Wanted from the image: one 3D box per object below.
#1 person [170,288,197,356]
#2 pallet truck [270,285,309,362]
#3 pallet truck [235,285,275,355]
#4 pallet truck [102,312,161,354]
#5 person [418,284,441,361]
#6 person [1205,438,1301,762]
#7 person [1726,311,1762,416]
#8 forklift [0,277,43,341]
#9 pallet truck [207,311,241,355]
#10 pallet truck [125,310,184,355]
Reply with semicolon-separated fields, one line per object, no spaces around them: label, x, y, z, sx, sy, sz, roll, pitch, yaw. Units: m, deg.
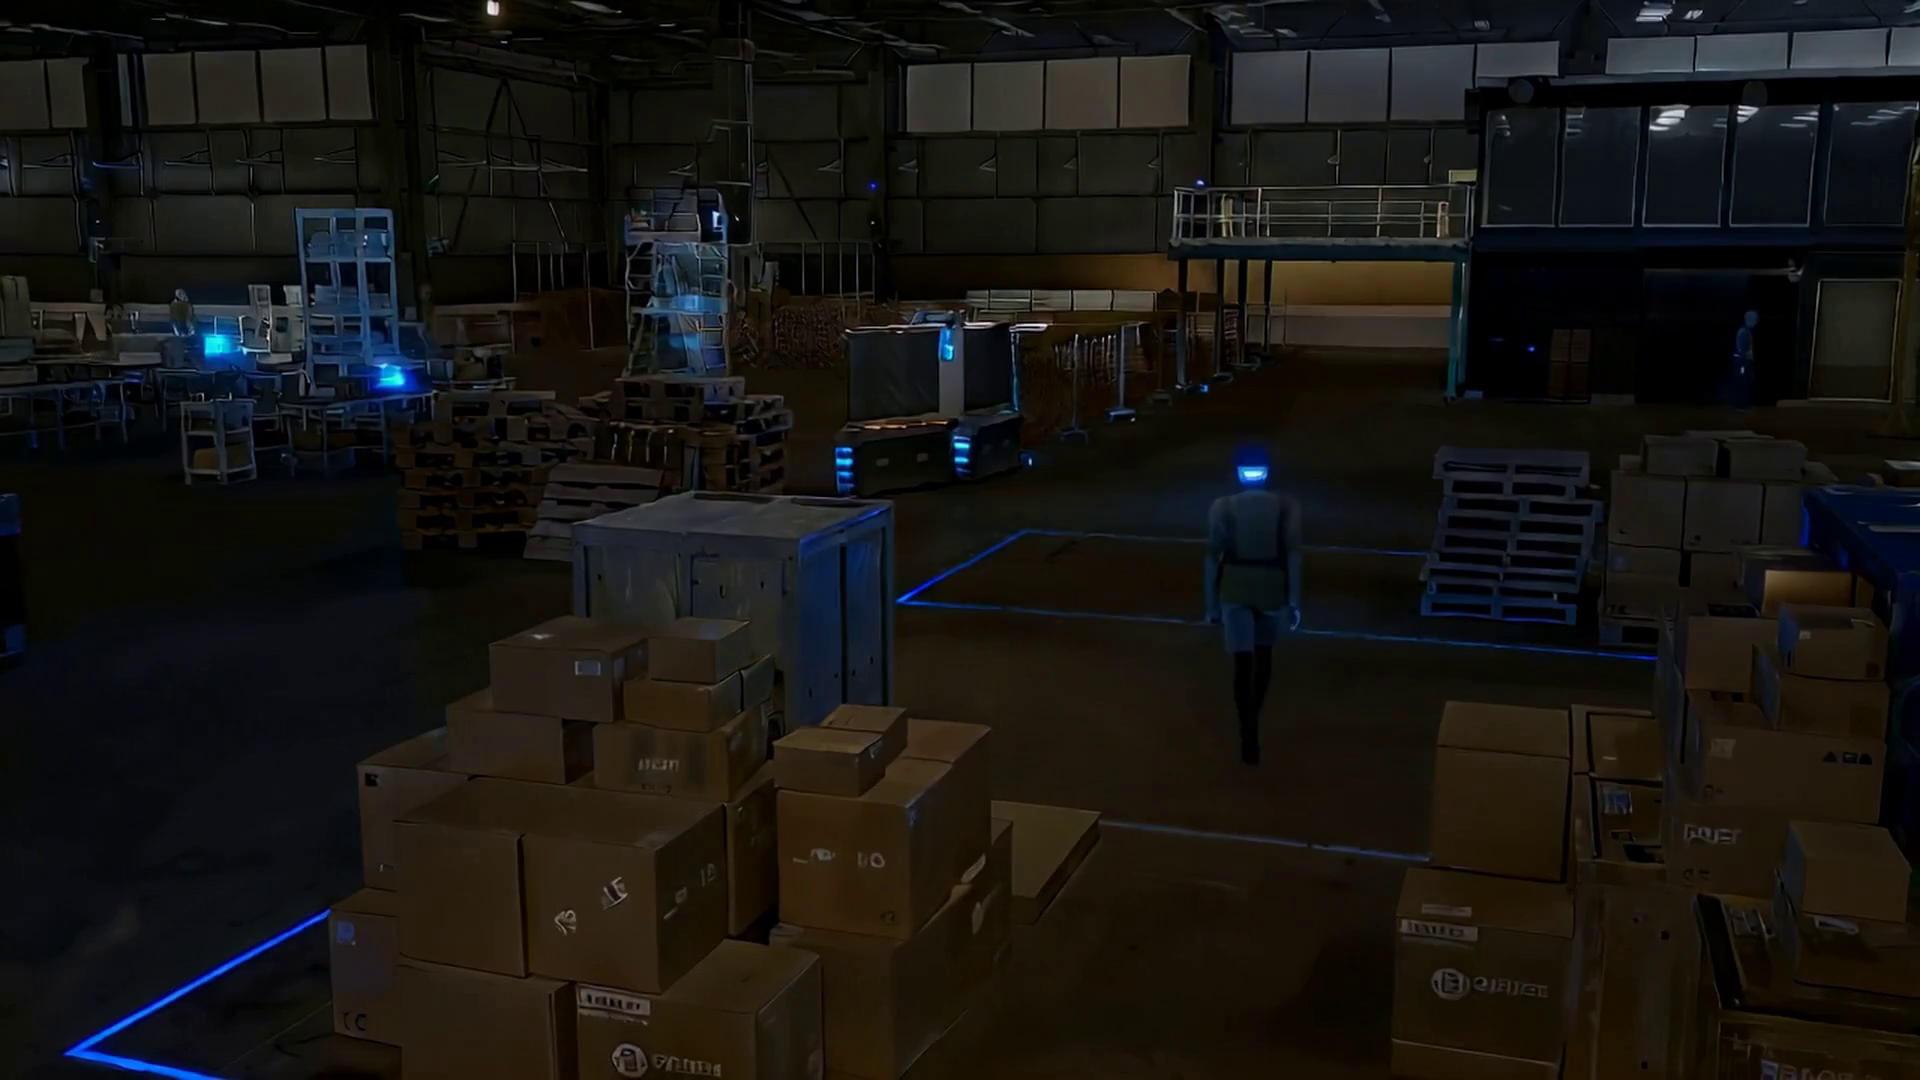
person;-21.043;-5.888;45.110;0.683;1.863;0.531;-8;13;-39
pallet truck;-17.147;-5.700;43.663;0.823;1.965;1.885;3;11;17
pallet truck;-18.327;-5.835;44.421;0.823;1.965;1.885;4;11;23
pallet truck;-23.057;-5.777;46.261;0.680;1.201;1.601;3;11;19
person;-13.783;-5.606;43.024;0.427;2.030;0.605;-5;11;-25
person;1.764;0.326;10.064;0.559;1.873;1.024;1;10;6
person;14.007;-3.118;29.485;0.708;1.860;0.622;3;10;16
forklift;-27.151;-6.329;46.328;1.157;1.987;2.680;3;11;17
pallet truck;-19.537;-5.575;44.913;0.653;1.274;1.630;3;11;19
pallet truck;-22.038;-5.665;45.457;0.704;1.261;1.522;3;11;17
